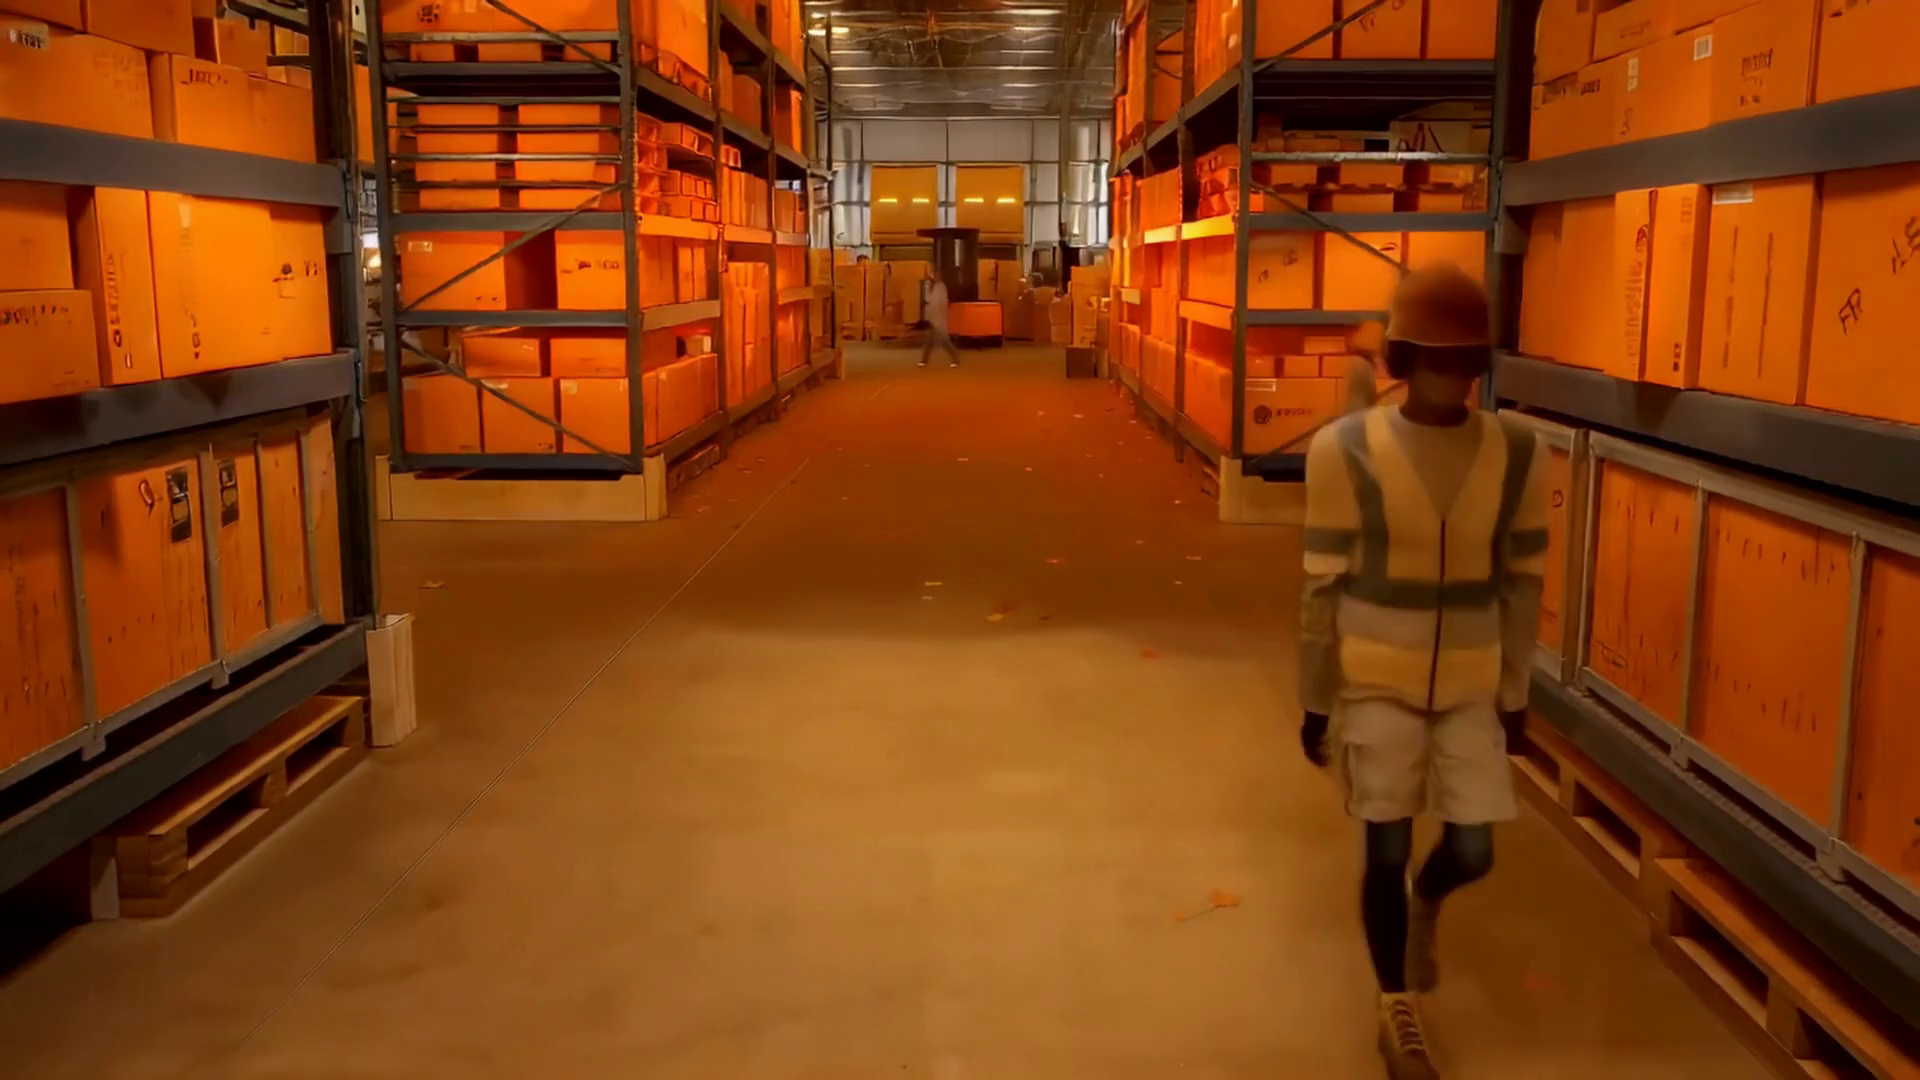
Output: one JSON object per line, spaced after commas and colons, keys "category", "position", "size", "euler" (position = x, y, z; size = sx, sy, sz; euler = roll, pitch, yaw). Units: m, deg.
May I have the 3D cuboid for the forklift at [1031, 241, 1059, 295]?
{"category": "forklift", "position": [3.206, -9.939, 63.097], "size": [1.129, 2.768, 1.873], "euler": [0, 9, 1]}

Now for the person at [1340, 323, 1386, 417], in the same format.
{"category": "person", "position": [2.951, -0.760, 11.969], "size": [0.859, 1.577, 0.504], "euler": [1, 10, 5]}

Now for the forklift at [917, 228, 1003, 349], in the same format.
{"category": "forklift", "position": [0.028, -5.949, 39.198], "size": [1.129, 2.768, 1.873], "euler": [-9, 13, -42]}

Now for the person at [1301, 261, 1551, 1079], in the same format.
{"category": "person", "position": [1.136, 0.328, 4.155], "size": [0.614, 2.026, 0.602], "euler": [0, 9, 0]}

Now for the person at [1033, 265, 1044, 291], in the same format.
{"category": "person", "position": [2.610, -8.265, 55.923], "size": [0.565, 1.927, 0.647], "euler": [-2, 10, -13]}

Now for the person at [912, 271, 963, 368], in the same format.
{"category": "person", "position": [-0.397, -4.218, 31.928], "size": [0.978, 1.877, 0.643], "euler": [0, 9, -1]}

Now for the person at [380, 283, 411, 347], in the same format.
{"category": "person", "position": [-13.351, -5.443, 39.216], "size": [0.612, 1.863, 1.019], "euler": [6, 11, 33]}

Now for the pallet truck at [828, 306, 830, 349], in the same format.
{"category": "pallet truck", "position": [-3.100, -3.940, 29.800], "size": [1.885, 1.965, 0.823], "euler": [3, 10, 19]}
